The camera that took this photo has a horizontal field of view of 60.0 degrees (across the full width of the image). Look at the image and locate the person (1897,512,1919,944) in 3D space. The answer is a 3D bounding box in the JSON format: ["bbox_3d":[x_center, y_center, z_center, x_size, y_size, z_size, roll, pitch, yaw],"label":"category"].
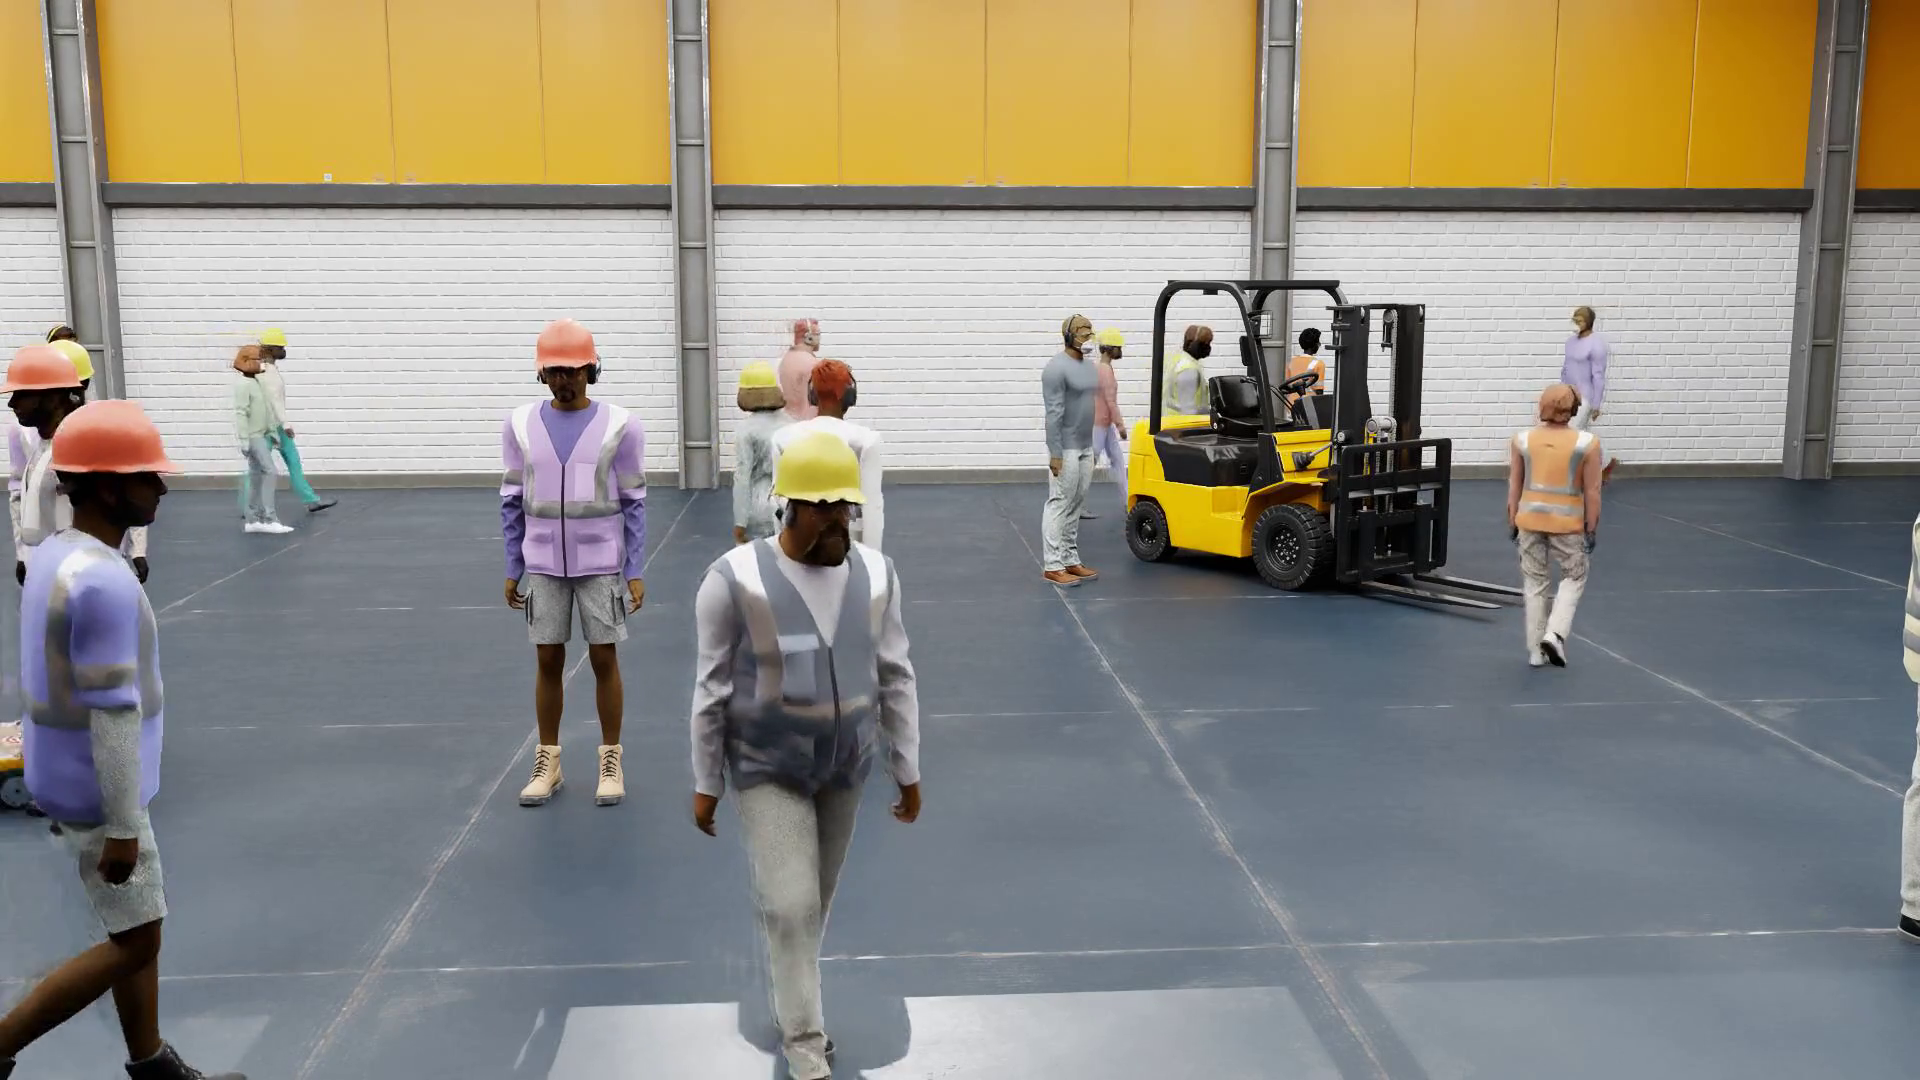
[{"bbox_3d":[3.331,0.434,5.470,0.404,1.837,0.590,9,12,43],"label":"person"}]

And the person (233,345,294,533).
[{"bbox_3d":[-5.929,-0.860,14.252,0.547,1.616,0.528,-1,9,-8],"label":"person"}]

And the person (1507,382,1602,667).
[{"bbox_3d":[3.301,-0.067,9.289,0.517,1.625,0.397,6,11,34],"label":"person"}]

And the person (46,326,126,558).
[{"bbox_3d":[-6.600,-0.677,12.520,0.932,1.822,0.516,3,10,19],"label":"person"}]

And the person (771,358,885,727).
[{"bbox_3d":[-0.610,0.076,7.759,0.582,1.840,0.968,2,9,15],"label":"person"}]

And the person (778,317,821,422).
[{"bbox_3d":[-1.357,-0.941,14.006,0.927,1.875,0.652,-5,10,-28],"label":"person"}]

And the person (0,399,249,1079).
[{"bbox_3d":[-2.214,0.614,4.116,0.703,1.919,0.551,-7,12,-38],"label":"person"}]

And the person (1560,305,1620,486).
[{"bbox_3d":[6.389,-1.426,16.922,0.765,1.916,0.636,-1,9,-7],"label":"person"}]

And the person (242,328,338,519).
[{"bbox_3d":[-6.167,-1.052,15.163,0.881,1.727,0.530,-2,9,-15],"label":"person"}]

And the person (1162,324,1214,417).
[{"bbox_3d":[1.858,-0.914,14.054,0.560,1.814,0.663,1,9,7],"label":"person"}]

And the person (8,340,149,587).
[{"bbox_3d":[-4.105,0.028,7.769,0.585,1.917,0.382,-2,9,-14],"label":"person"}]

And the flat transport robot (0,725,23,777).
[{"bbox_3d":[-4.329,0.971,7.001,1.431,0.197,0.652,-5,10,-27],"label":"flat transport robot"}]

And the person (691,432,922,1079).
[{"bbox_3d":[-0.361,0.616,4.437,0.610,1.794,0.802,-6,11,-33],"label":"person"}]

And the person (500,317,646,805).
[{"bbox_3d":[-1.611,0.099,6.935,0.604,2.042,0.381,0,9,0],"label":"person"}]

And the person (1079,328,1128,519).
[{"bbox_3d":[1.401,-1.043,15.069,0.862,1.723,0.528,1,9,3],"label":"person"}]

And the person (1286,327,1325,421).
[{"bbox_3d":[3.492,-1.299,16.822,0.321,1.691,0.532,-5,10,-29],"label":"person"}]

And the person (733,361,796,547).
[{"bbox_3d":[-1.078,-0.159,9.500,0.568,1.726,0.500,7,11,38],"label":"person"}]

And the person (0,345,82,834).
[{"bbox_3d":[-3.586,0.196,6.649,0.358,1.937,0.548,-8,12,-42],"label":"person"}]

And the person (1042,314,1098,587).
[{"bbox_3d":[0.799,-0.647,11.938,0.355,1.938,0.634,5,10,30],"label":"person"}]

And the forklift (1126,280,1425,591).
[{"bbox_3d":[2.301,-0.860,12.475,1.214,2.155,2.313,-6,11,-35],"label":"forklift"}]
